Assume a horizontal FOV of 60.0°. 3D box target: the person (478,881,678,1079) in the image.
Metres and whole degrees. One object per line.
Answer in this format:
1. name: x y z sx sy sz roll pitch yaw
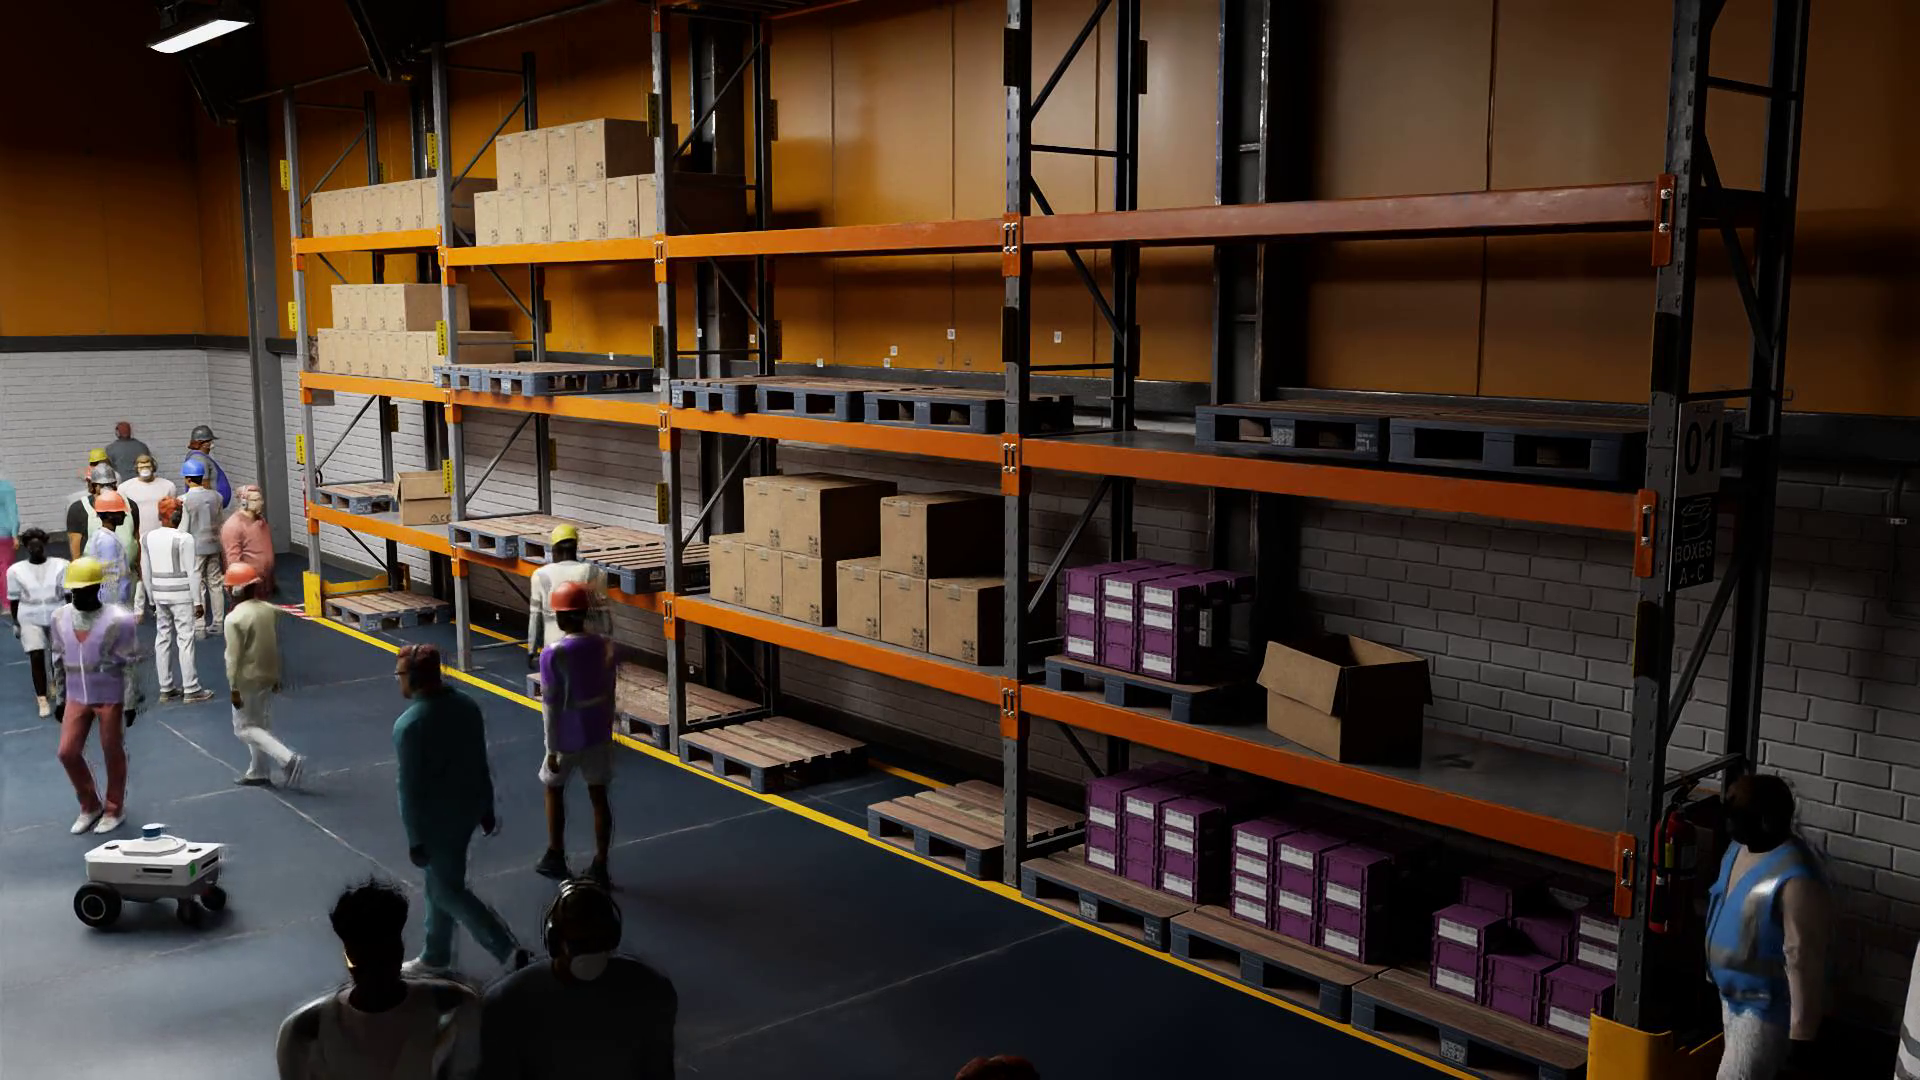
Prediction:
1. person: -1.181 1.975 5.193 0.638 1.886 1.047 -2 9 -16

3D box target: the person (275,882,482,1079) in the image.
1. person: -1.721 1.956 5.047 0.614 1.951 0.470 -2 9 -16

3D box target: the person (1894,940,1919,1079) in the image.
1. person: 3.322 1.924 5.559 0.351 1.878 0.574 3 9 19

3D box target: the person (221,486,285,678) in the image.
1. person: -6.725 0.439 15.879 0.437 1.900 0.655 1 8 4

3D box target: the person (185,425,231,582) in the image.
1. person: -9.800 -0.483 21.706 0.536 2.000 0.676 -5 10 -33

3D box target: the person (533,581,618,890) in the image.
1. person: -2.424 1.199 10.439 0.572 1.905 0.782 -7 11 -39

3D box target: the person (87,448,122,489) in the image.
1. person: -11.200 -0.340 21.781 0.494 1.730 0.324 1 8 5

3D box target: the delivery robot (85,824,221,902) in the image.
1. delivery robot: -4.753 1.920 9.814 0.707 0.478 0.477 1 8 6

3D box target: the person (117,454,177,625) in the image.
1. person: -9.154 -0.014 18.796 0.632 1.938 0.359 -5 10 -33

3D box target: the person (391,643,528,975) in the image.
1. person: -2.653 1.466 8.798 0.828 1.873 0.665 2 8 12

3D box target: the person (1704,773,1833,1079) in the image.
1. person: 3.153 1.806 6.545 0.432 1.827 0.653 1 8 6

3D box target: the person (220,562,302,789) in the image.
1. person: -5.190 1.020 12.337 0.600 1.735 0.567 2 8 11

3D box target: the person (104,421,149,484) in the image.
1. person: -12.235 -0.794 24.367 0.463 1.894 0.670 5 10 31

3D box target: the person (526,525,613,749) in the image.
1. person: -3.111 0.825 13.259 0.690 1.851 0.852 -2 9 -16

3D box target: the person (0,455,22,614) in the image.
1. person: -11.163 -0.075 19.129 0.627 1.969 0.778 0 8 -3

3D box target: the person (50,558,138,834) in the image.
1. person: -5.909 1.073 11.310 0.611 1.912 0.500 0 8 2

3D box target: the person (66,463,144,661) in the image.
1. person: -8.511 0.241 16.671 0.537 2.000 0.679 8 11 44

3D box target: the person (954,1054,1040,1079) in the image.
1. person: 0.074 2.147 3.977 0.574 1.881 0.357 5 9 30

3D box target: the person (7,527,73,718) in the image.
1. person: -8.140 0.694 14.759 0.538 1.675 0.649 -5 10 -31

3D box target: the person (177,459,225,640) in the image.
1. person: -8.203 0.104 17.945 0.391 1.948 0.605 3 9 21

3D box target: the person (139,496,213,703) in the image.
1. person: -7.132 0.542 15.114 0.572 1.887 0.356 2 8 14

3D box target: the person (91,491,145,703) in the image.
1. person: -7.657 0.519 15.092 0.356 1.937 0.552 -5 10 -32
